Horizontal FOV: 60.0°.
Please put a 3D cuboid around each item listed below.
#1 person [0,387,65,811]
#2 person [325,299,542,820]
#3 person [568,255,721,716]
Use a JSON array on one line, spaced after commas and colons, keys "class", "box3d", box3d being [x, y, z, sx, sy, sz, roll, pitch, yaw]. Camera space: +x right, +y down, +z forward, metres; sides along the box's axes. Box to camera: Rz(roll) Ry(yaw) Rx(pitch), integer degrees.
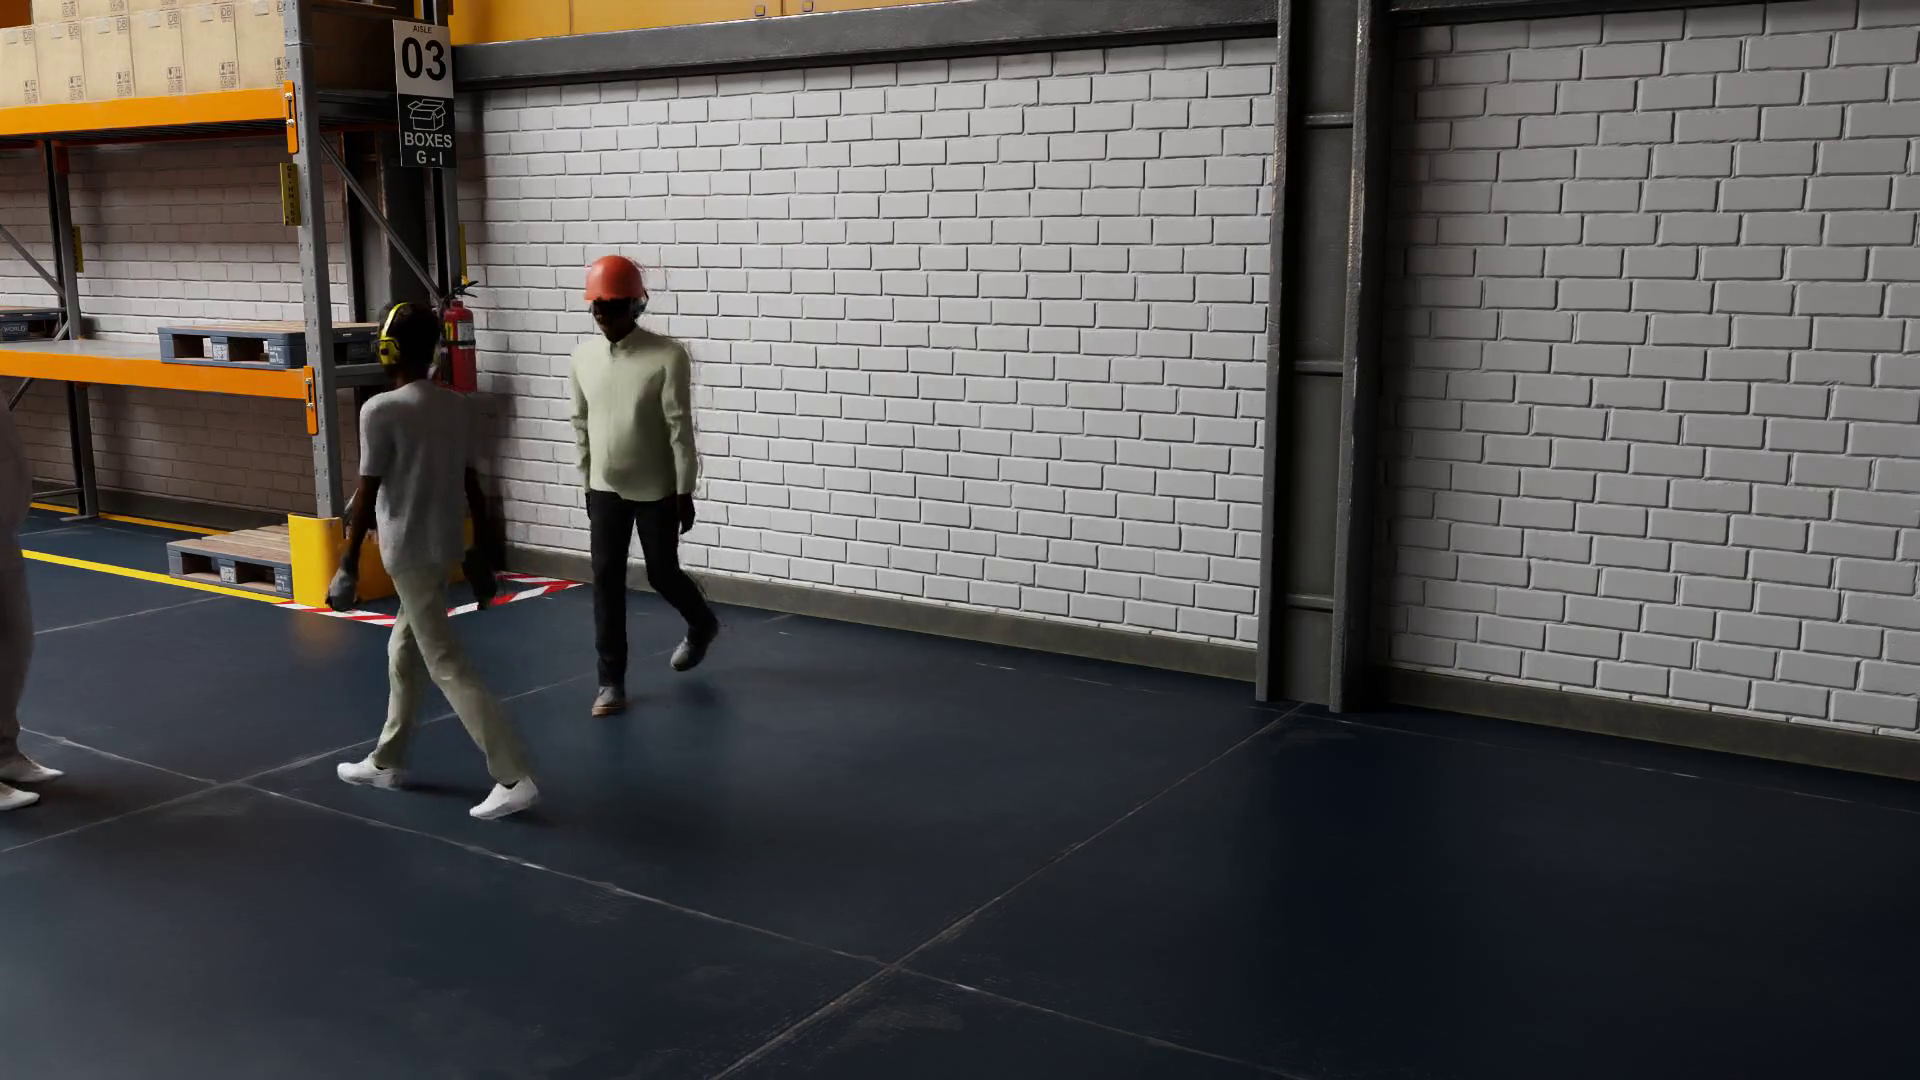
[{"class": "person", "box3d": [-3.507, 0.027, 5.918, 0.399, 1.899, 0.652, -2, 10, -12]}, {"class": "person", "box3d": [-1.885, 0.074, 5.866, 0.985, 1.822, 0.519, 4, 11, 20]}, {"class": "person", "box3d": [-1.386, -0.262, 7.298, 0.622, 1.969, 0.791, 3, 11, 16]}]
